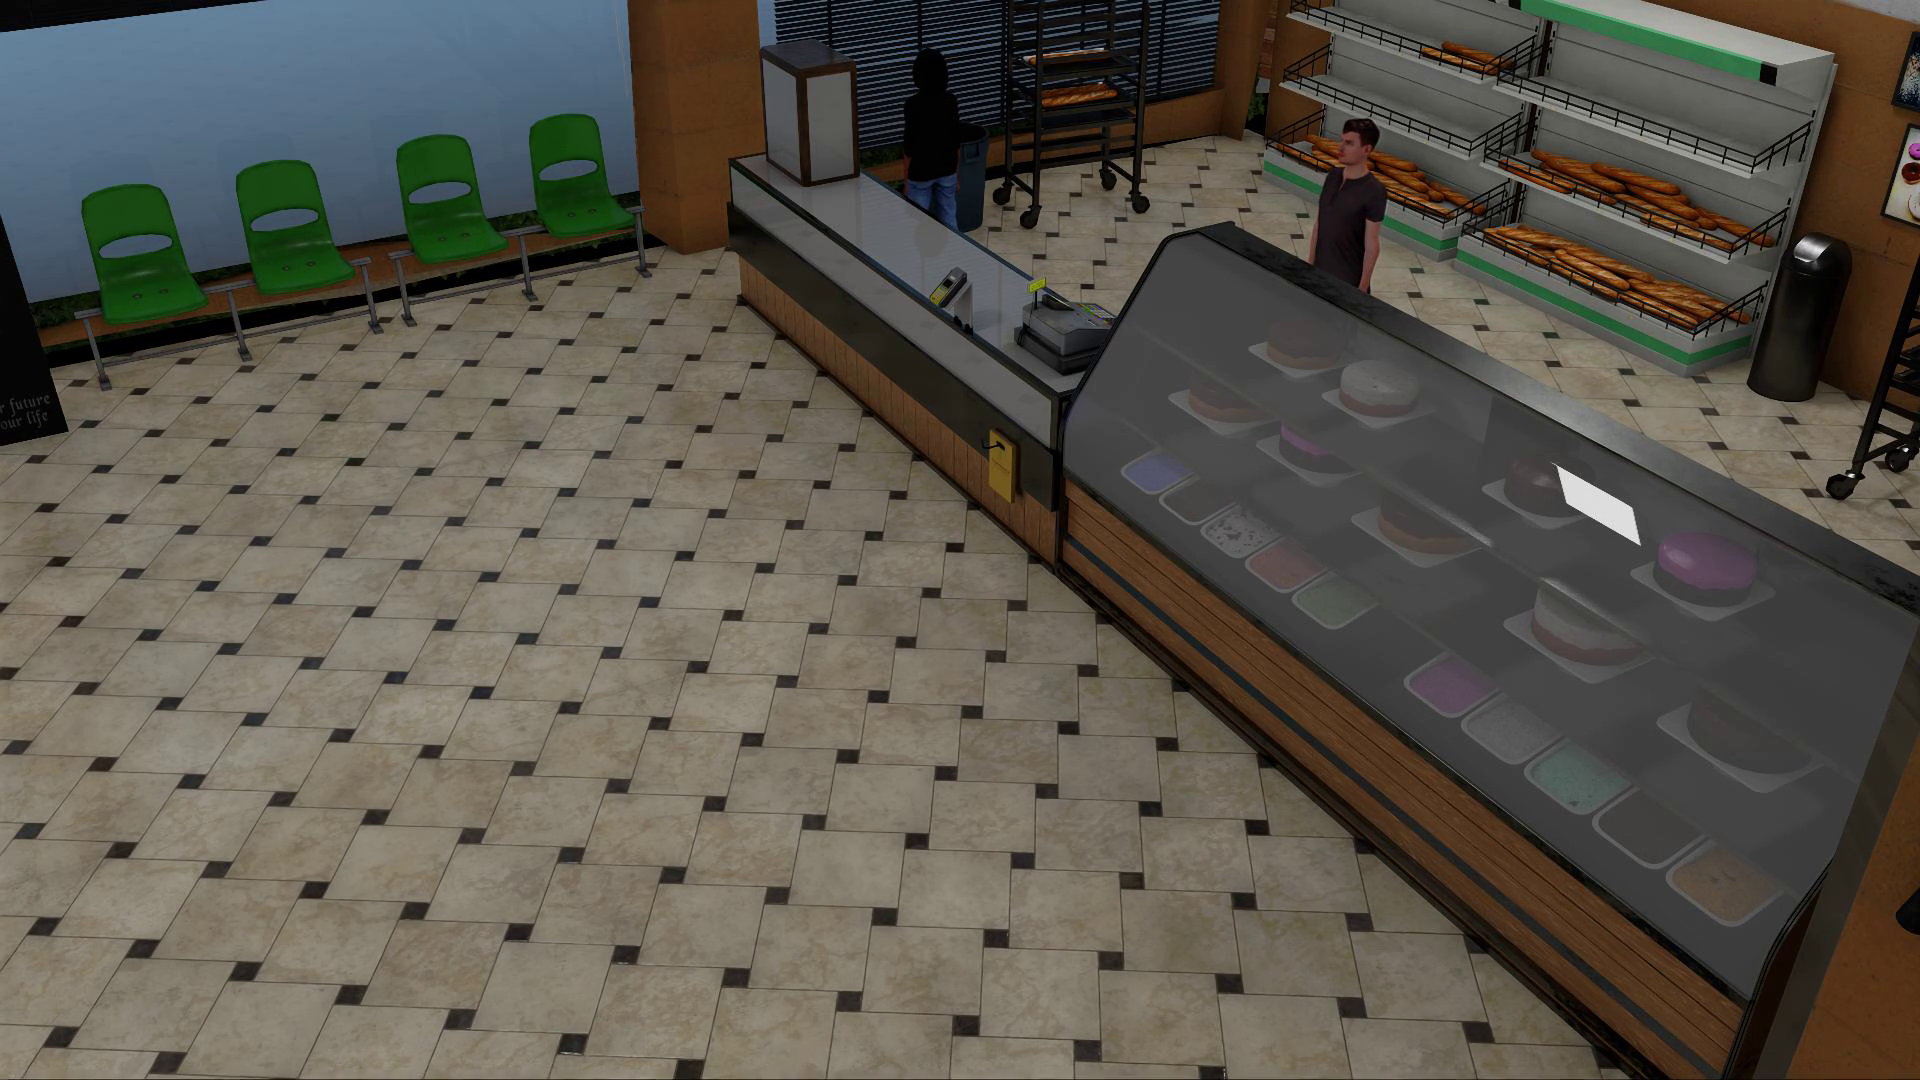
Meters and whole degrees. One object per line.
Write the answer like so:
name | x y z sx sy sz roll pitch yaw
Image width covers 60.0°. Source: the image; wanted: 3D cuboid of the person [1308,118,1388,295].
person | 2.143 -1.460 9.337 0.522 1.853 0.631 -17 36 -25

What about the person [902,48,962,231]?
person | -0.188 -2.395 10.984 0.518 1.701 0.658 -12 34 -18
